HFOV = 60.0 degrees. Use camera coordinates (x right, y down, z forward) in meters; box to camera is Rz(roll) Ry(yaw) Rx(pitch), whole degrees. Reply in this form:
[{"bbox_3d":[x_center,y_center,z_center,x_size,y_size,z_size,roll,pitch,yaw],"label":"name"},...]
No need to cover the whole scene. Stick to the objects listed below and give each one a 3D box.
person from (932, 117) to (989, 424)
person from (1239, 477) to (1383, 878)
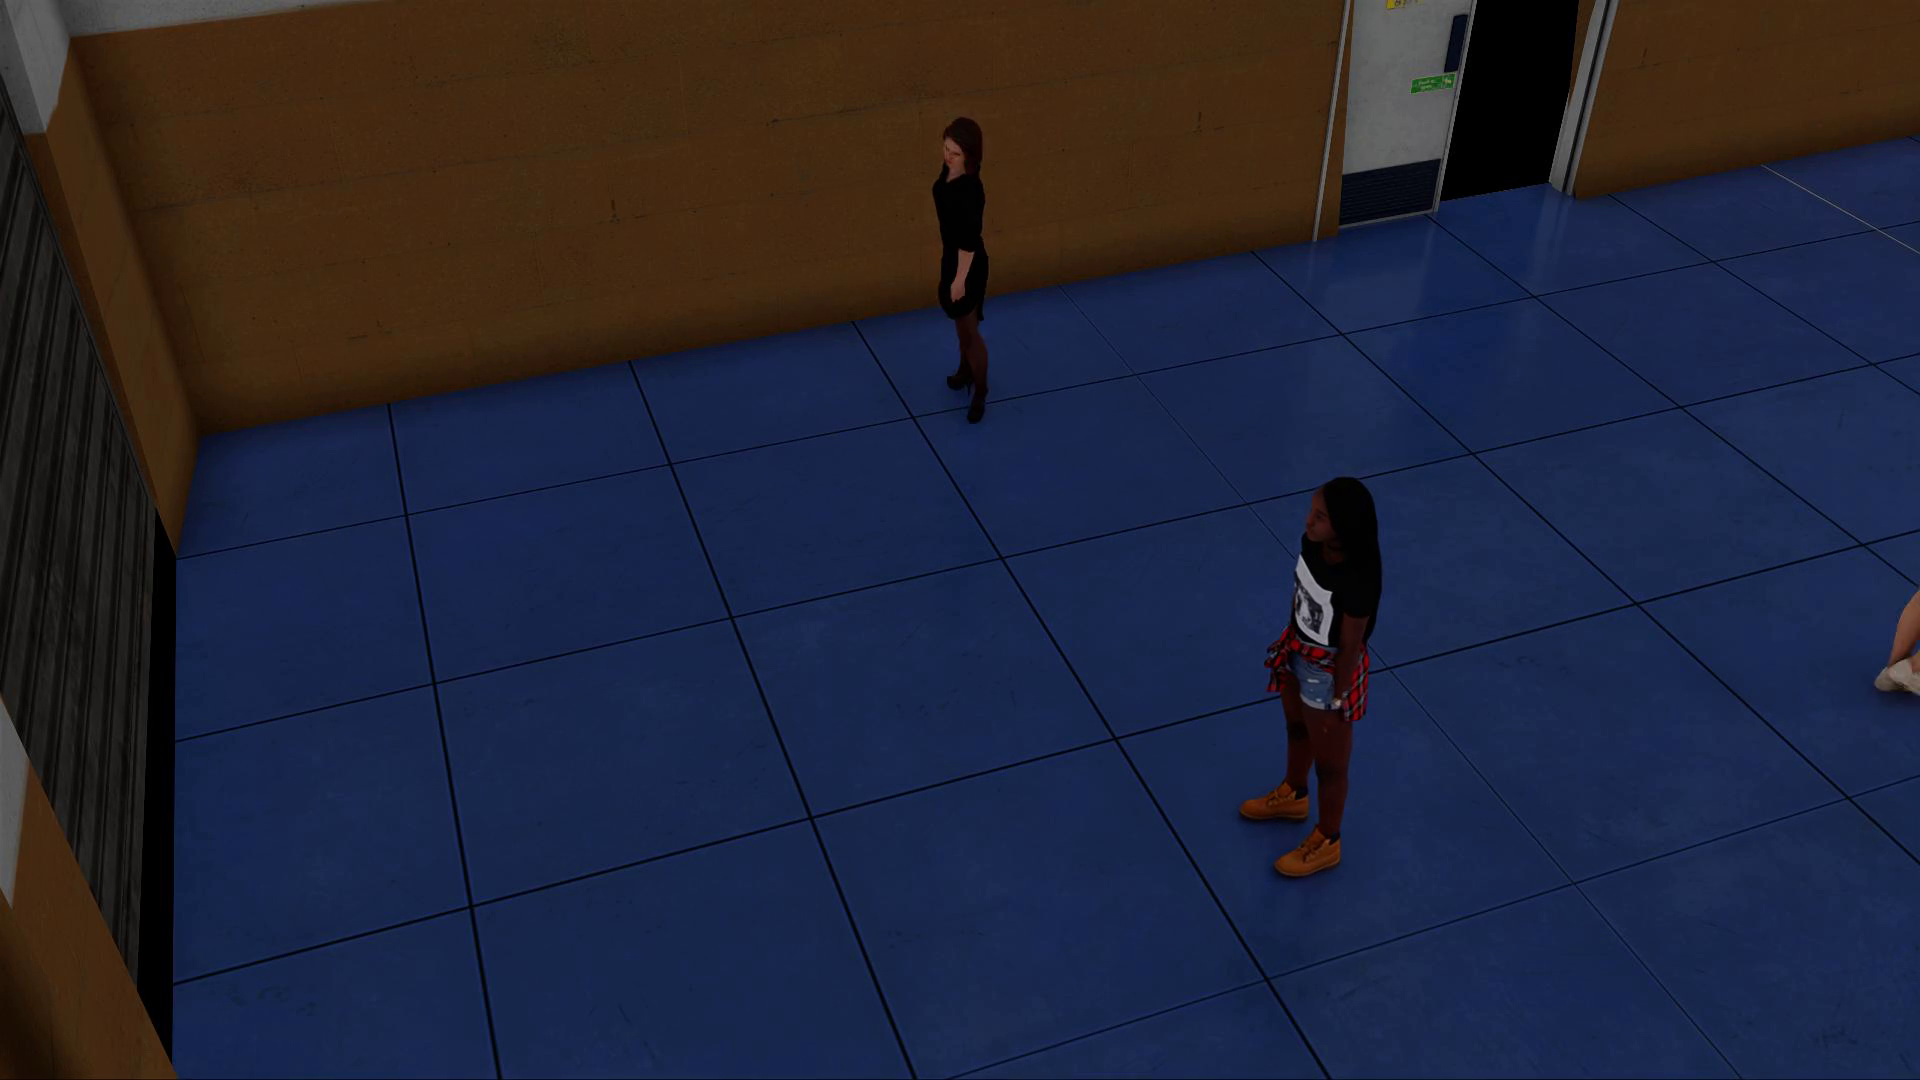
[{"bbox_3d":[0.021,-1.459,8.674,0.728,1.686,0.461,1,37,1],"label":"person"},{"bbox_3d":[1.314,0.493,6.054,0.655,1.725,0.525,-11,38,-15],"label":"person"}]
